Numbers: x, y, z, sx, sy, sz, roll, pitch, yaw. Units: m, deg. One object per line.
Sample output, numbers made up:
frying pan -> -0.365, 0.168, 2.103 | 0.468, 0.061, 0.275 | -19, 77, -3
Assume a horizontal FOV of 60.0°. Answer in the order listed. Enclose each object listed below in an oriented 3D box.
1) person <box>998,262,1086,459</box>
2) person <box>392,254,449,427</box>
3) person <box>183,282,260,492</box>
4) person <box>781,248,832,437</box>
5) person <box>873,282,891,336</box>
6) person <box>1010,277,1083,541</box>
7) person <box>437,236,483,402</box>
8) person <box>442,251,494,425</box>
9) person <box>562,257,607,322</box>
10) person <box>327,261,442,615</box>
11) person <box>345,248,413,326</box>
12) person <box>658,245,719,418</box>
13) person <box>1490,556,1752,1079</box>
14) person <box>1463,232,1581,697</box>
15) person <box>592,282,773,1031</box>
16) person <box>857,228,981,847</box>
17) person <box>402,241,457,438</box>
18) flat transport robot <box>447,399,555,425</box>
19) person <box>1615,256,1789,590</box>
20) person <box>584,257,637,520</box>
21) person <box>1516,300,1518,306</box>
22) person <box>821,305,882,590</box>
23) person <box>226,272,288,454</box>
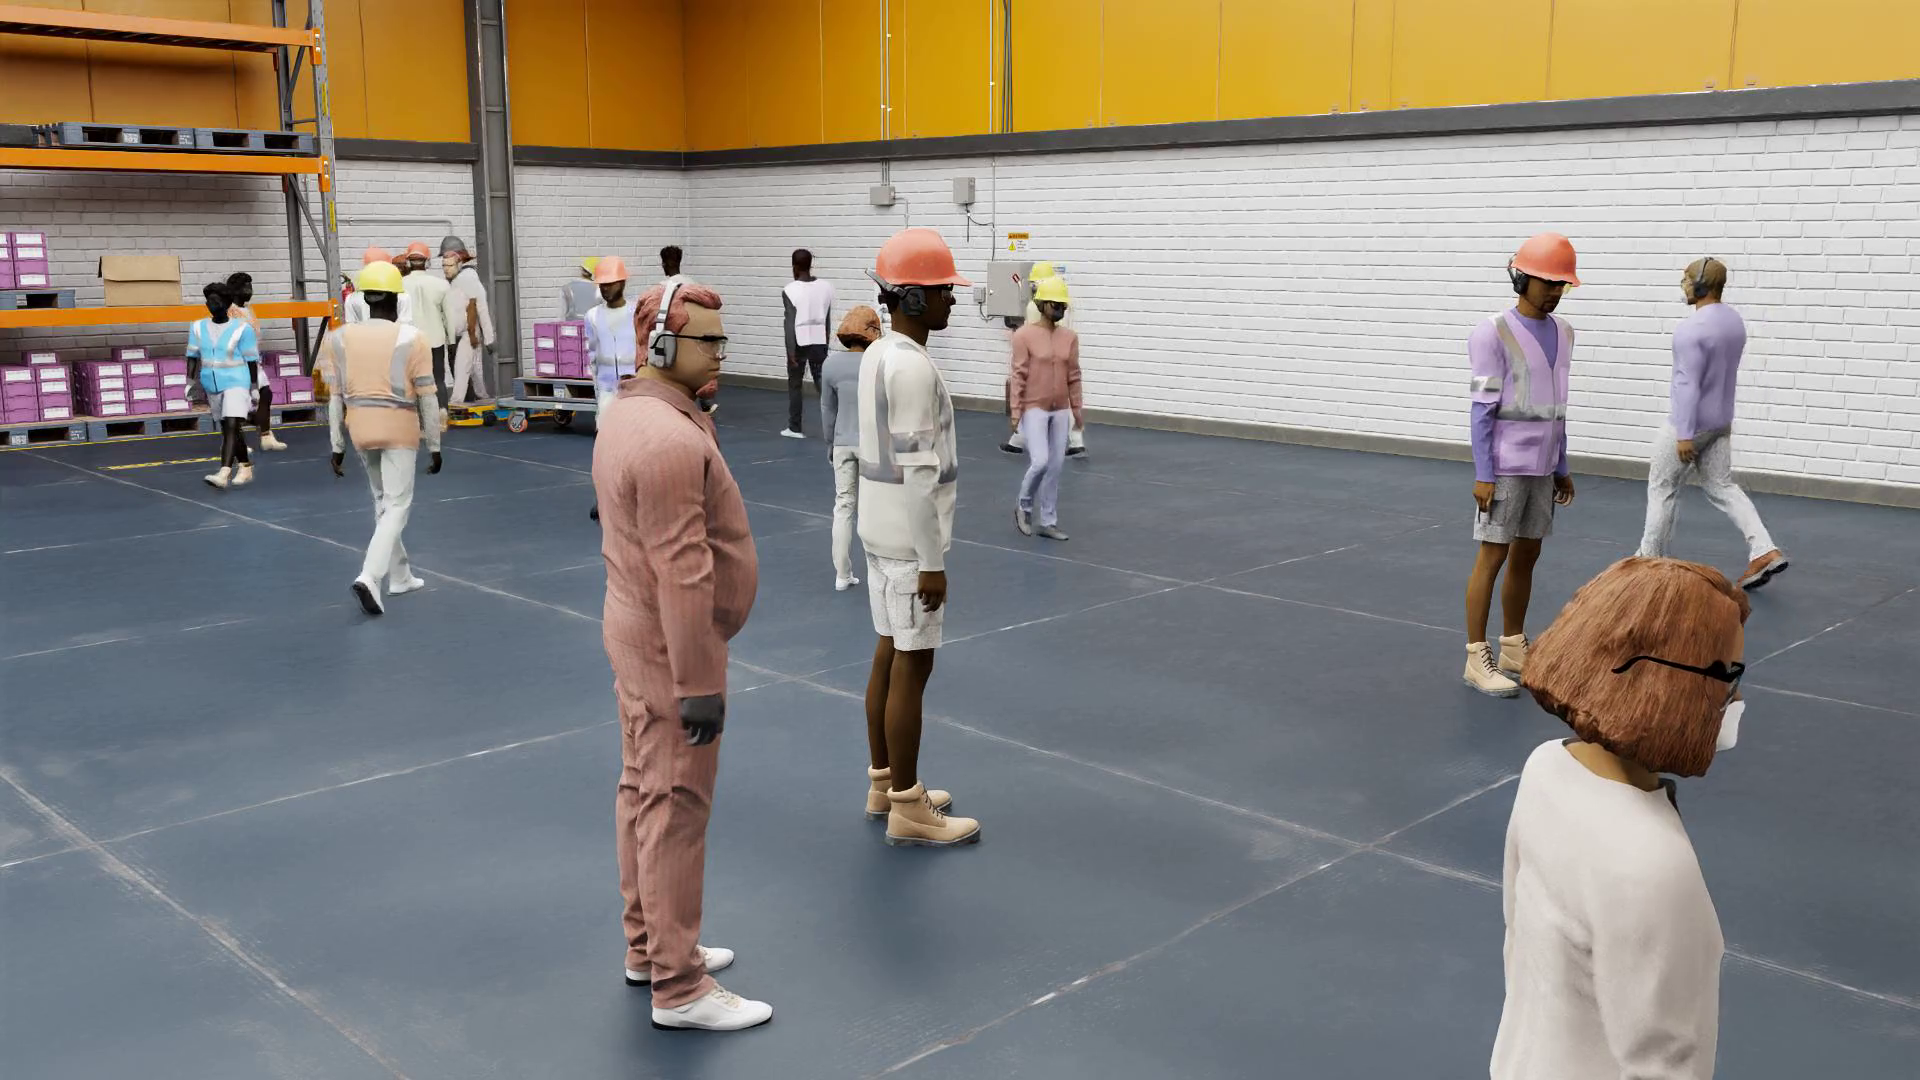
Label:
person -> 0.784, -1.618, 15.081 | 0.926, 1.787, 0.624 | 9, 14, 40
person -> -5.675, -2.001, 17.037 | 0.633, 1.823, 0.991 | 9, 13, 39
person -> -5.883, -1.209, 13.212 | 0.538, 1.645, 0.897 | 1, 10, 7
person -> -1.479, -1.932, 16.470 | 0.595, 1.897, 0.829 | -8, 13, -37
person -> -0.729, -2.371, 18.895 | 0.573, 1.886, 0.354 | -9, 14, -42
person -> 0.587, -0.853, 10.982 | 0.541, 1.751, 0.367 | -7, 12, -33
person -> -5.468, -2.312, 18.153 | 0.547, 2.000, 0.717 | -4, 11, -21
person -> -5.399, -2.195, 18.079 | 0.677, 1.866, 1.004 | 5, 11, 25
person -> -4.349, -2.412, 19.437 | 0.589, 1.772, 0.839 | -1, 10, -4
person -> -3.152, -0.564, 9.045 | 0.597, 1.897, 0.900 | 2, 11, 9
person -> -4.861, -1.492, 14.040 | 0.570, 1.905, 0.875 | -2, 11, -12
person -> -2.992, -2.223, 18.006 | 0.937, 1.931, 0.607 | 5, 12, 27
person -> 0.829, 0.824, 2.163 | 0.282, 1.633, 0.498 | 1, 10, 4
person -> 2.507, -0.329, 7.358 | 0.605, 2.034, 0.390 | -7, 12, -33
person -> -0.717, 0.297, 4.303 | 0.400, 1.905, 0.643 | -4, 11, -19
person -> -0.150, -0.005, 5.561 | 0.376, 2.045, 0.605 | -3, 11, -15
person -> -5.301, -1.961, 16.463 | 0.636, 1.969, 0.687 | -4, 11, -20
flat transport robot -> -5.009, -1.412, 18.071 | 0.652, 0.197, 1.431 | 9, 14, 41
person -> 4.299, -0.666, 9.537 | 0.634, 1.910, 0.952 | -8, 13, -36
person -> -2.451, -1.104, 12.052 | 0.547, 1.877, 1.043 | 1, 10, 5
person -> 4.569, -1.337, 13.299 | 0.328, 1.874, 0.521 | 4, 11, 20
person -> -0.556, -0.510, 9.434 | 0.498, 1.633, 0.283 | 6, 12, 29
person -> -6.544, -1.624, 15.380 | 0.662, 1.676, 0.551 | 1, 10, 3
